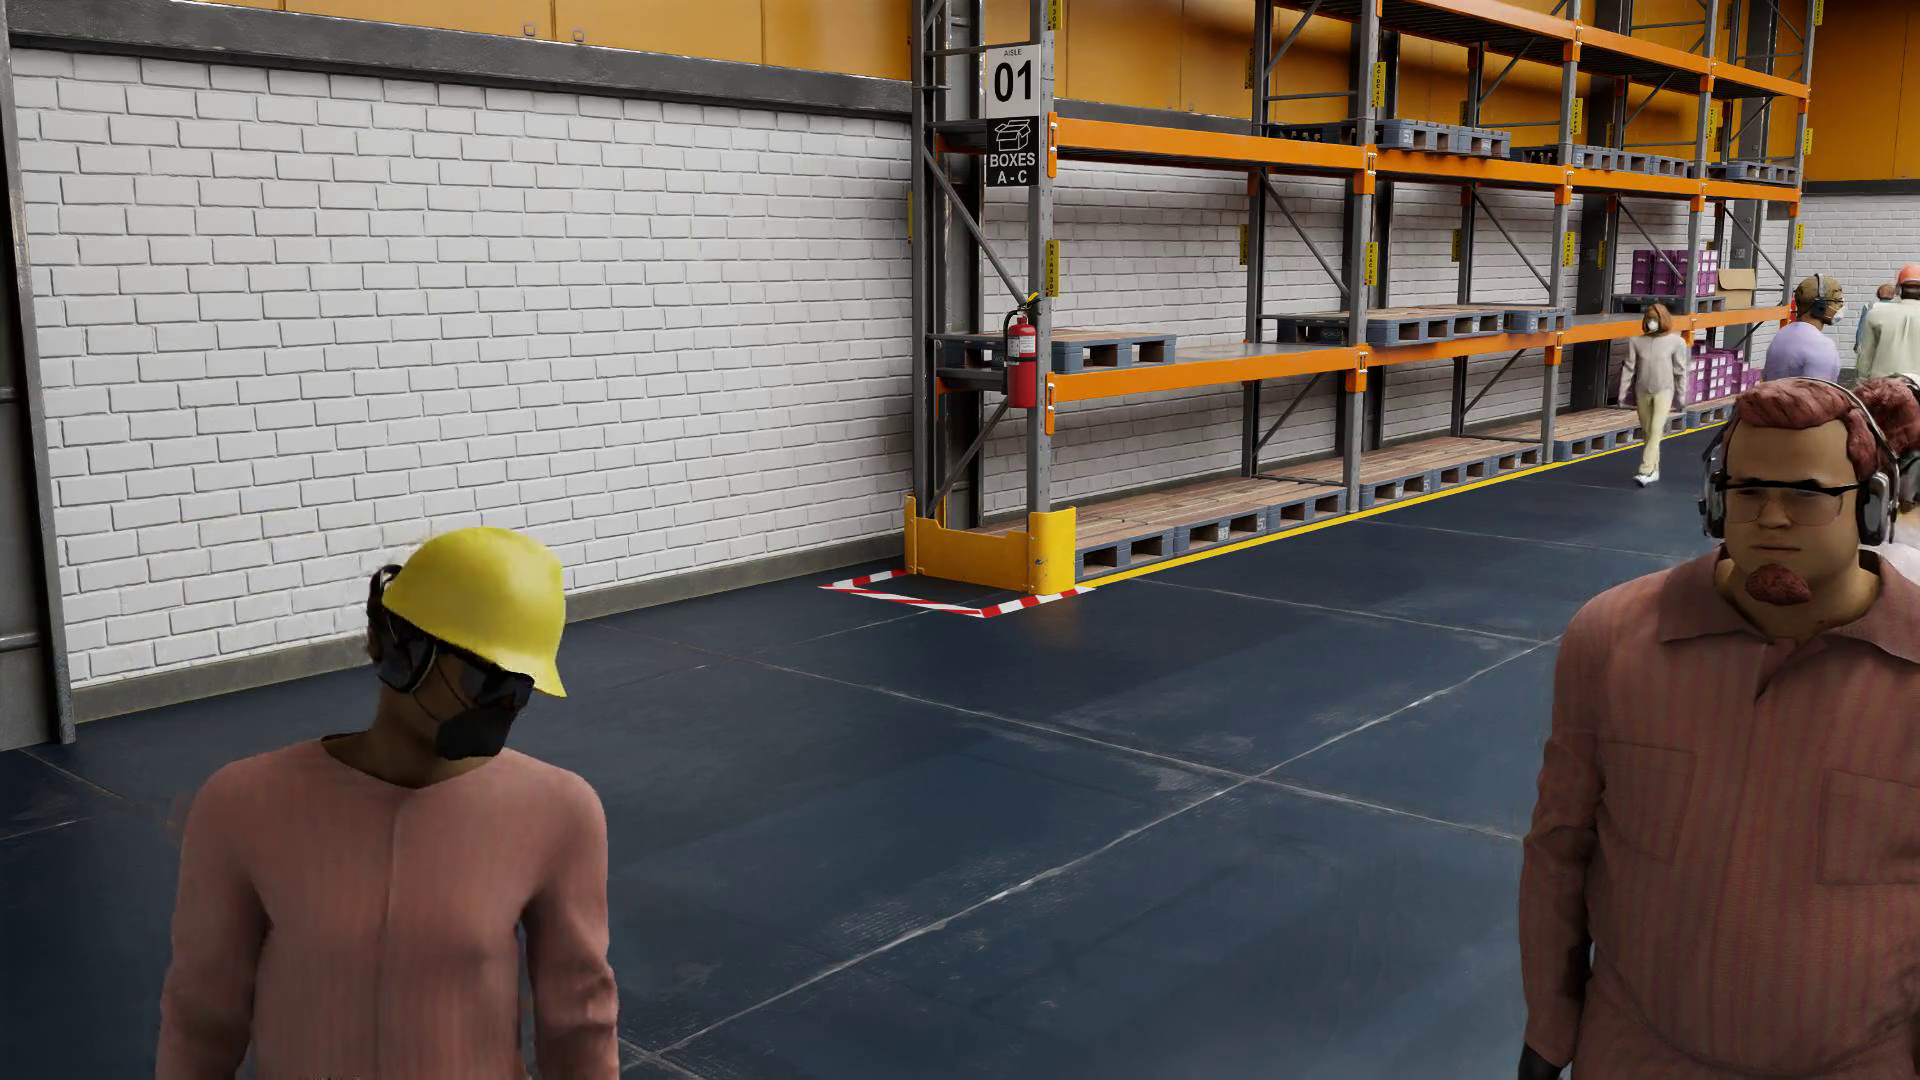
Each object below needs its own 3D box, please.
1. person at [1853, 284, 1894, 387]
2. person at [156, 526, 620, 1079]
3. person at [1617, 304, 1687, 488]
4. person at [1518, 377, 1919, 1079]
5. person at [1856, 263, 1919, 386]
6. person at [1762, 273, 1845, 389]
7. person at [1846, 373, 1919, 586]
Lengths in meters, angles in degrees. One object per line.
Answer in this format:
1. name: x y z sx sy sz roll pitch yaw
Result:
1. person: 12.060 -2.559 21.888 0.550 1.591 0.843 4 11 23
2. person: -0.711 0.839 2.219 0.635 1.726 0.343 -3 10 -17
3. person: 6.033 -1.256 14.533 0.520 1.584 0.867 9 13 41
4. person: 1.089 0.730 2.310 0.641 1.908 0.408 6 12 31
5. person: 7.624 -1.257 13.506 0.626 1.957 0.958 4 11 23
6. person: 4.584 -0.481 9.110 0.352 1.937 0.635 1 10 5
7. person: 1.655 0.636 2.985 0.967 1.854 0.654 -1 10 -3
